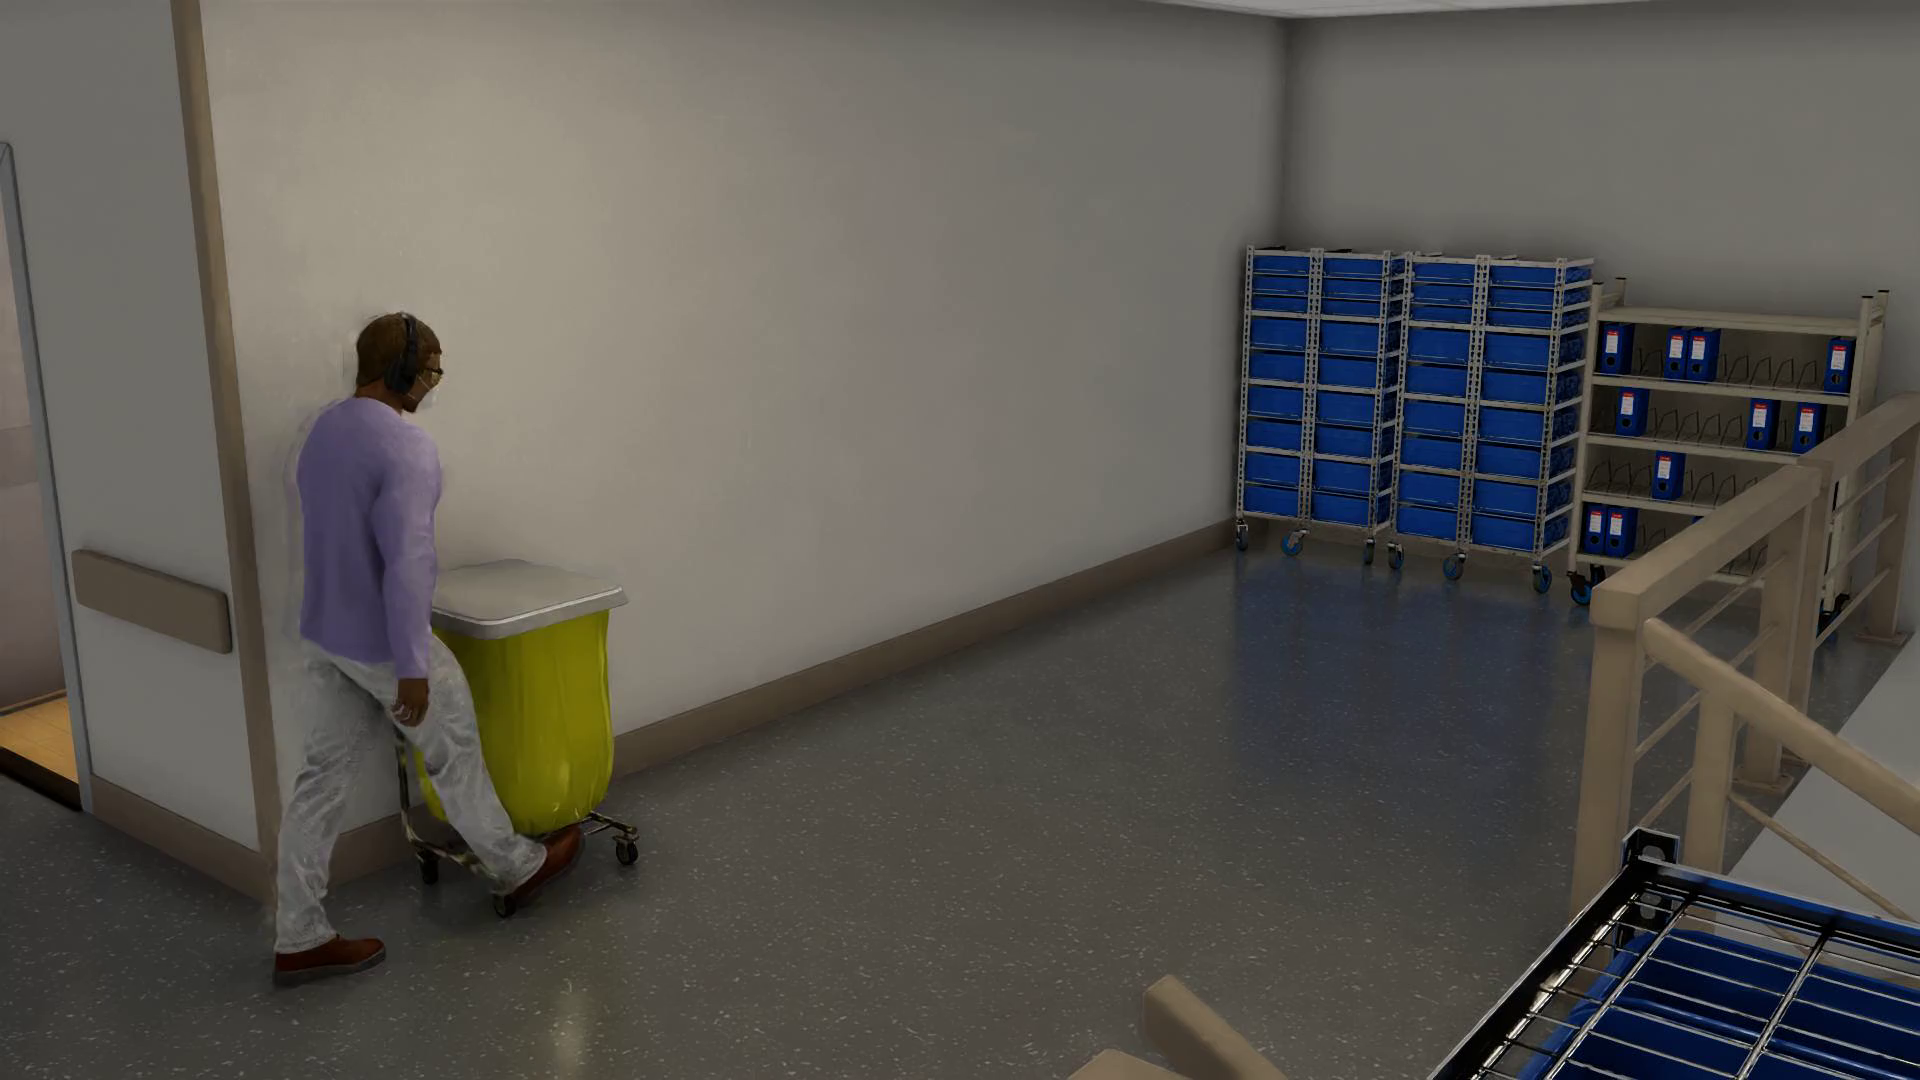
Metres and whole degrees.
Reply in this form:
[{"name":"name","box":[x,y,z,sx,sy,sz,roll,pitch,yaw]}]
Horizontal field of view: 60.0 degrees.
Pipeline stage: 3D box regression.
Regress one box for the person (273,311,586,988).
[{"name":"person","box":[-1.594,0.292,4.791,0.694,1.857,1.033,11,17,39]}]
